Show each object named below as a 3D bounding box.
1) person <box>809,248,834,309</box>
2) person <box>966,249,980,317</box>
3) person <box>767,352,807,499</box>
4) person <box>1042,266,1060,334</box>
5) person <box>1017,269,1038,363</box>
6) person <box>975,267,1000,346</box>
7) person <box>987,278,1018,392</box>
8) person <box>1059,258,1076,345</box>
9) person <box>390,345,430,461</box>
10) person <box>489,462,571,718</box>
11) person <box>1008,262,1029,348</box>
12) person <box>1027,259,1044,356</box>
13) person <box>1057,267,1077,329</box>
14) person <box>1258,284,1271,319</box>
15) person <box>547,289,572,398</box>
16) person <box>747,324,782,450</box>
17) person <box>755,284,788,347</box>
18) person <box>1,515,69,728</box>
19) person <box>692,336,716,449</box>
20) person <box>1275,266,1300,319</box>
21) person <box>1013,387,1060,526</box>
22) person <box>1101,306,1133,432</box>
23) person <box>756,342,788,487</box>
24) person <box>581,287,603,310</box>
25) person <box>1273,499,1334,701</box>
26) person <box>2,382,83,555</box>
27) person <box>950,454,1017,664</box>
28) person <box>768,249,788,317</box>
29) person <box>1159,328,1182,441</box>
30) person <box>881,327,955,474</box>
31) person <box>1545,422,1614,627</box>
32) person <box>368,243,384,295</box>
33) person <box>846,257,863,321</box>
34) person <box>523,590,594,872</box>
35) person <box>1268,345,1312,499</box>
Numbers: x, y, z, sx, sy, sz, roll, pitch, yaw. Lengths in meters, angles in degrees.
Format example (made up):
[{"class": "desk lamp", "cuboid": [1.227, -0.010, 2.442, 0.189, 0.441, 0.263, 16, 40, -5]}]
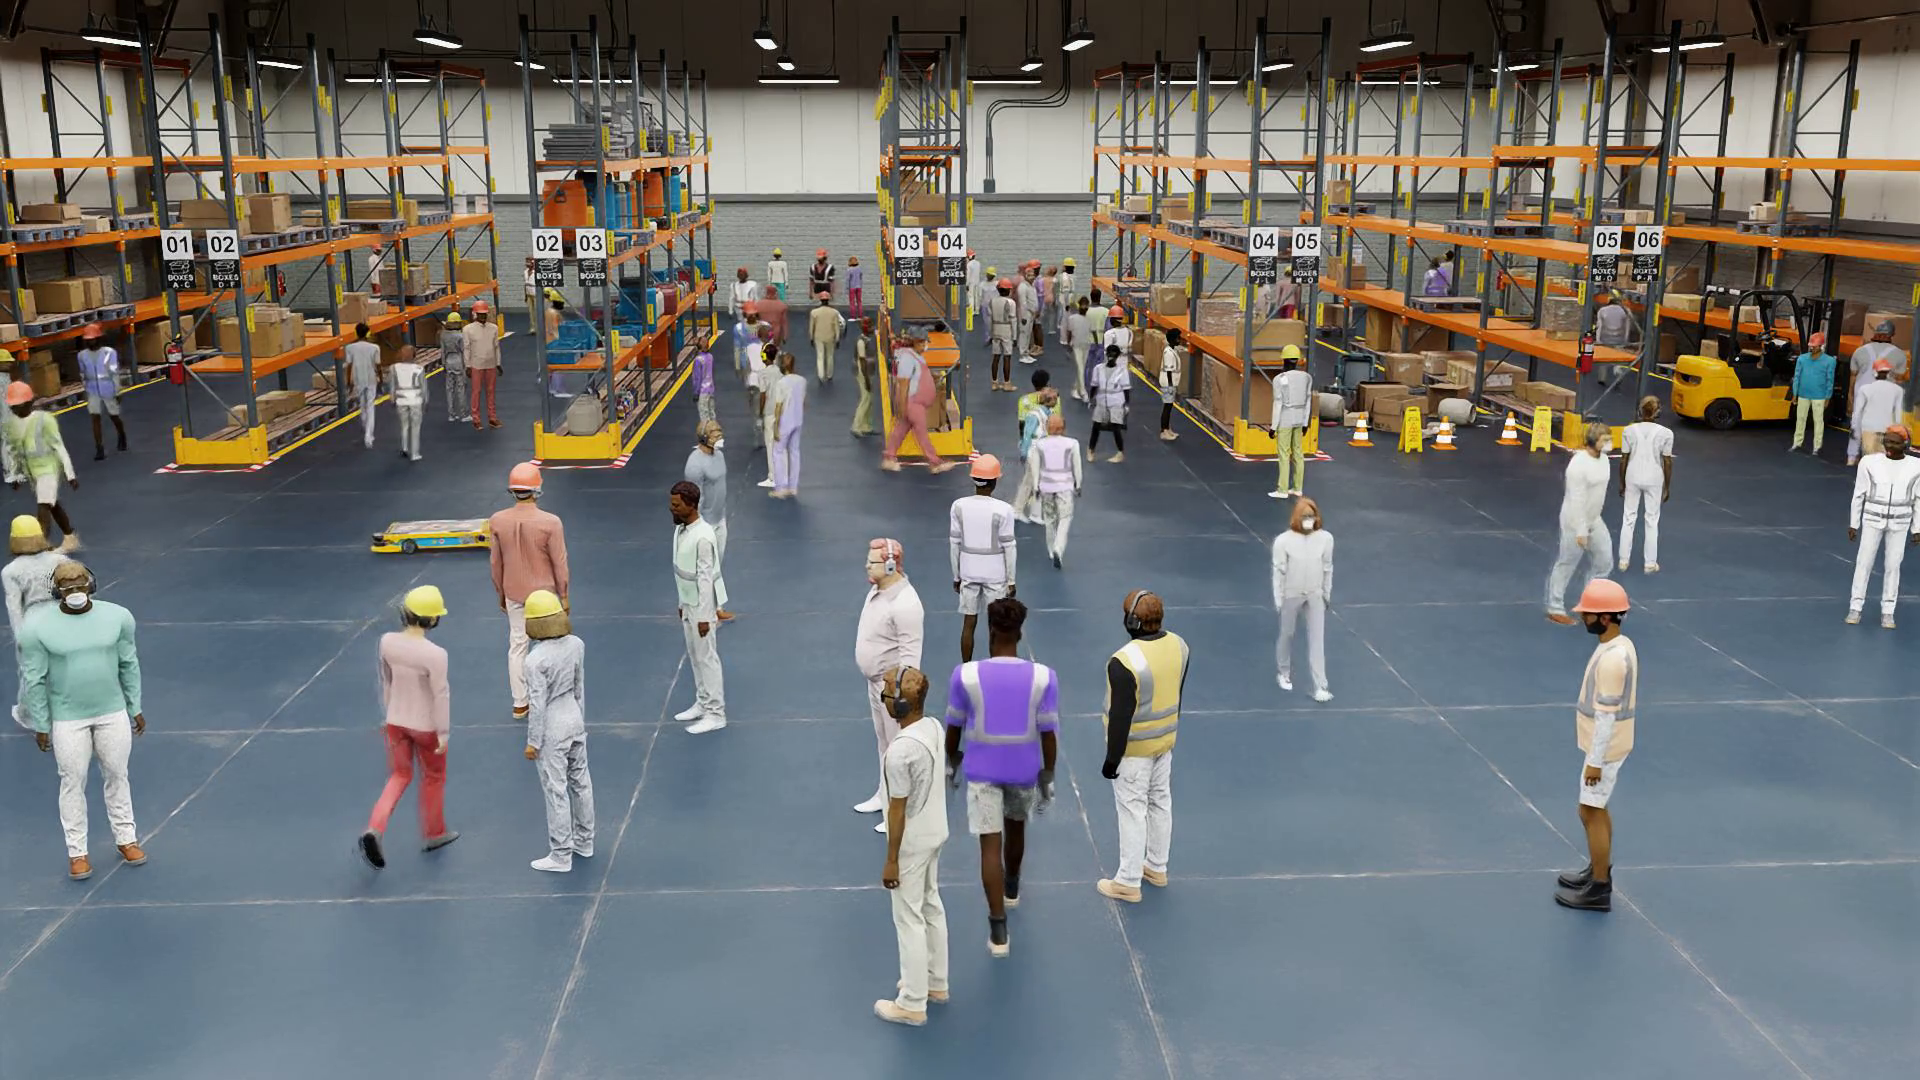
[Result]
[{"class": "person", "cuboid": [-3.239, -5.840, 39.051, 0.621, 2.021, 0.752, 4, 14, 18]}, {"class": "person", "cuboid": [0.303, -6.648, 43.069, 0.349, 1.743, 0.563, 8, 16, 31]}, {"class": "person", "cuboid": [-2.146, -1.423, 20.729, 0.418, 1.840, 0.527, 12, 18, 42]}, {"class": "person", "cuboid": [2.034, -5.601, 38.922, 0.522, 1.614, 0.604, 10, 17, 37]}, {"class": "person", "cuboid": [1.398, -4.571, 33.929, 0.400, 1.905, 0.643, 4, 14, 18]}, {"class": "person", "cuboid": [0.617, -5.114, 36.587, 0.583, 1.742, 0.519, 1, 13, 5]}, {"class": "person", "cuboid": [0.785, -3.678, 29.845, 0.615, 2.041, 0.384, 10, 17, 37]}, {"class": "person", "cuboid": [2.397, -5.312, 37.015, 0.382, 1.924, 0.594, 1, 13, 3]}, {"class": "person", "cuboid": [-7.679, -1.916, 23.255, 0.542, 1.623, 0.377, 1, 13, 5]}, {"class": "person", "cuboid": [-3.259, 0.395, 12.688, 0.618, 1.997, 0.373, 2, 14, 10]}, {"class": "person", "cuboid": [1.383, -5.101, 36.244, 0.634, 1.874, 0.874, -6, 15, -24]}, {"class": "person", "cuboid": [1.574, -4.885, 34.979, 0.384, 2.035, 0.605, -3, 14, -14]}, {"class": "person", "cuboid": [2.586, -5.903, 40.251, 0.515, 1.586, 0.887, 7, 15, 28]}, {"class": "person", "cuboid": [6.983, -5.589, 38.300, 0.359, 1.880, 0.575, -3, 14, -11]}, {"class": "person", "cuboid": [-7.038, -3.442, 29.129, 0.384, 1.923, 0.623, -4, 14, -16]}, {"class": "person", "cuboid": [-2.809, -2.248, 24.303, 0.590, 1.794, 0.941, 5, 14, 20]}, {"class": "person", "cuboid": [-3.486, -3.778, 30.676, 0.632, 1.859, 0.982, -4, 14, -17]}, {"class": "person", "cuboid": [-6.786, 0.645, 12.278, 0.904, 1.697, 0.493, 13, 18, 43]}, {"class": "person", "cuboid": [-3.729, -2.145, 24.215, 0.309, 1.641, 0.511, 3, 14, 14]}, {"class": "person", "cuboid": [7.346, -5.265, 37.290, 0.521, 1.710, 0.975, 4, 14, 15]}, {"class": "person", "cuboid": [0.904, -0.983, 19.362, 0.654, 1.598, 0.509, 5, 14, 22]}, {"class": "person", "cuboid": [2.403, -2.643, 25.685, 0.542, 1.938, 0.358, -10, 17, -37]}, {"class": "person", "cuboid": [-2.442, -1.611, 21.458, 0.336, 1.873, 0.521, 10, 17, 37]}, {"class": "person", "cuboid": [-8.329, -5.367, 37.667, 0.572, 1.729, 0.653, 2, 13, 9]}, {"class": "person", "cuboid": [2.731, 0.483, 13.164, 0.508, 1.600, 0.807, -1, 13, -4]}, {"class": "person", "cuboid": [-9.653, -0.693, 17.387, 0.695, 1.964, 1.106, 4, 14, 15]}, {"class": "person", "cuboid": [0.198, 0.270, 13.344, 0.552, 1.937, 0.356, 5, 14, 20]}, {"class": "person", "cuboid": [-4.690, -6.630, 42.945, 0.533, 1.766, 0.316, 3, 14, 11]}, {"class": "person", "cuboid": [3.146, -2.334, 24.914, 0.319, 1.688, 0.537, 2, 14, 10]}, {"class": "person", "cuboid": [-0.610, -1.918, 22.392, 1.047, 2.000, 0.698, 2, 13, 10]}, {"class": "person", "cuboid": [5.697, -0.114, 15.027, 0.640, 1.914, 0.737, -10, 17, -38]}, {"class": "person", "cuboid": [-14.671, -6.508, 41.936, 0.391, 1.995, 0.613, 1, 13, 4]}, {"class": "person", "cuboid": [-2.665, -6.335, 42.002, 0.493, 1.625, 0.279, -10, 17, -38]}, {"class": "person", "cuboid": [-2.459, 1.146, 10.065, 0.307, 1.738, 0.485, 6, 15, 24]}, {"class": "person", "cuboid": [4.096, -1.473, 20.750, 0.593, 1.924, 0.381, -8, 15, -29]}]
